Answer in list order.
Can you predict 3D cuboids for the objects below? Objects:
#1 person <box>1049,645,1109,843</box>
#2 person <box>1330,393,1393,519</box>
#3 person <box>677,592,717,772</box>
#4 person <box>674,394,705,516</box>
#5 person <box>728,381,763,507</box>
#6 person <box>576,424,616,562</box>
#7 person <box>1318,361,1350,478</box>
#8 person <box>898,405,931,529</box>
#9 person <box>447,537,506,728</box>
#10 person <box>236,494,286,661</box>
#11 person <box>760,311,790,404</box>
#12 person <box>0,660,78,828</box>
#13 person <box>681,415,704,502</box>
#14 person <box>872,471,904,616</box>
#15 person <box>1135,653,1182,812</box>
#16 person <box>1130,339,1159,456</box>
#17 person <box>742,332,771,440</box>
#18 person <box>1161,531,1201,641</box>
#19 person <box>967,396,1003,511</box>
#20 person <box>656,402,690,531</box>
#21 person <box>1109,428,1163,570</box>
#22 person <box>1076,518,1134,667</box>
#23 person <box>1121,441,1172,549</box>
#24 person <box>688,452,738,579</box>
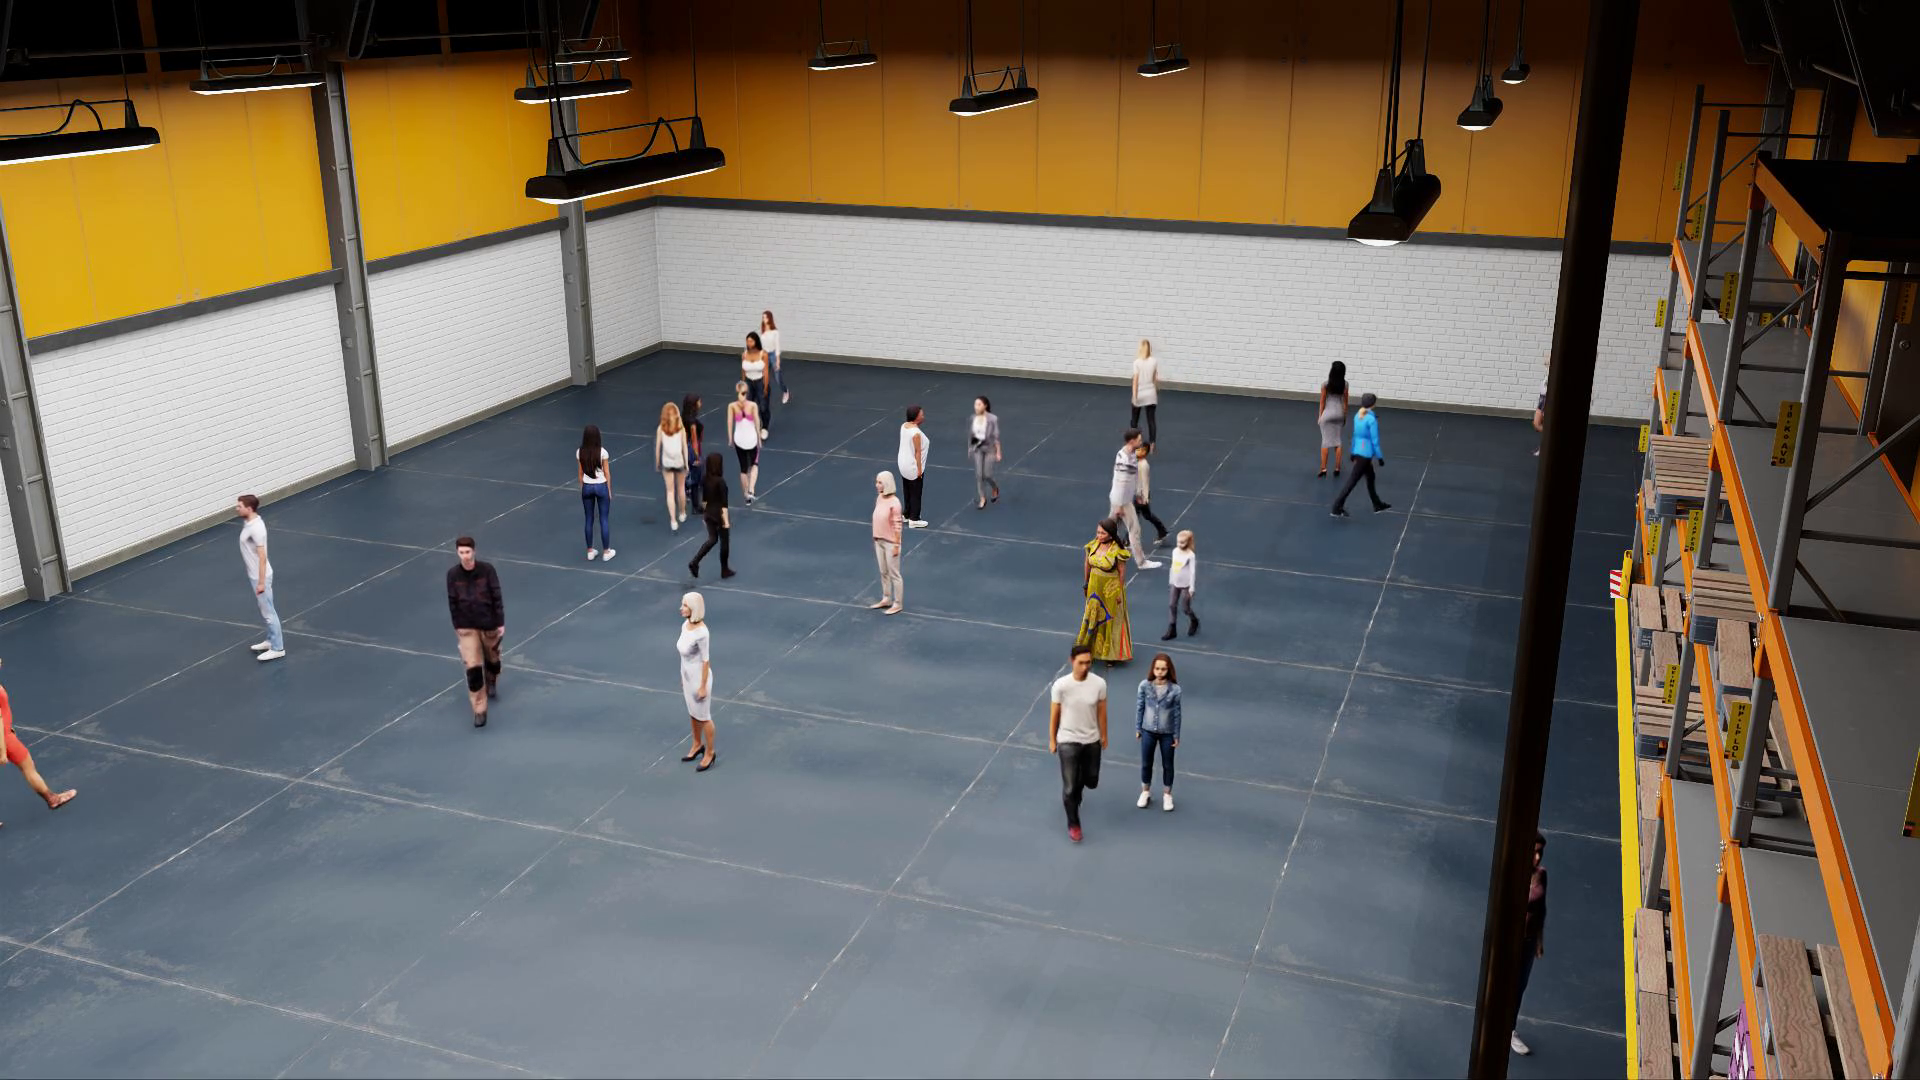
[{"bbox_3d":[1.016,1.700,14.404,0.910,1.784,1.036,-3,19,-10],"label":"person"},{"bbox_3d":[5.452,-1.109,22.803,1.104,1.747,1.201,-4,19,-12],"label":"person"},{"bbox_3d":[-2.472,1.307,15.620,0.668,1.752,0.645,-14,23,-35],"label":"person"},{"bbox_3d":[-3.792,-1.151,22.964,0.912,1.722,0.866,-7,20,-20],"label":"person"},{"bbox_3d":[-3.029,-1.334,23.423,0.721,1.776,0.736,0,19,1],"label":"person"},{"bbox_3d":[-4.671,-0.609,21.277,0.616,1.773,0.567,3,19,9],"label":"person"},{"bbox_3d":[5.565,-1.806,24.821,0.661,1.779,0.656,-1,19,-4],"label":"person"},{"bbox_3d":[-0.629,-1.024,22.645,0.821,1.686,0.758,-8,20,-23],"label":"person"},{"bbox_3d":[-4.828,0.862,16.729,1.151,1.887,1.310,-5,19,-15],"label":"person"},{"bbox_3d":[-7.654,0.383,18.206,0.763,1.851,0.719,-10,21,-27],"label":"person"},{"bbox_3d":[-3.225,-3.112,28.810,0.592,1.709,1.043,8,20,22],"label":"person"},{"bbox_3d":[-8.415,1.765,14.392,0.858,1.667,1.192,15,24,37],"label":"person"},{"bbox_3d":[-3.877,-1.210,23.896,0.616,1.240,0.804,1,19,2],"label":"person"},{"bbox_3d":[-0.837,0.019,19.489,0.692,1.724,0.682,-14,23,-36],"label":"person"},{"bbox_3d":[1.781,1.701,14.885,0.563,1.474,0.489,5,19,16],"label":"person"},{"bbox_3d":[2.928,-2.184,25.946,1.039,1.778,1.232,-5,19,-14],"label":"person"},{"bbox_3d":[-3.238,-2.465,26.782,0.734,1.777,1.056,3,19,10],"label":"person"},{"bbox_3d":[2.540,0.498,18.776,0.834,1.271,0.699,-16,24,-39],"label":"person"},{"bbox_3d":[0.384,-1.228,23.300,0.698,1.655,0.743,11,22,30],"label":"person"},{"bbox_3d":[-3.870,-0.961,22.389,0.865,1.729,1.062,-2,19,-6],"label":"person"},{"bbox_3d":[1.952,-0.506,20.881,0.951,1.831,1.044,0,19,0],"label":"person"},{"bbox_3d":[1.575,0.546,18.025,0.913,1.660,0.851,11,22,30],"label":"person"},{"bbox_3d":[2.442,-0.585,21.729,0.919,1.438,1.017,-2,19,-5],"label":"person"},{"bbox_3d":[-3.057,-0.262,20.477,0.768,1.626,0.990,15,24,38],"label":"person"}]
